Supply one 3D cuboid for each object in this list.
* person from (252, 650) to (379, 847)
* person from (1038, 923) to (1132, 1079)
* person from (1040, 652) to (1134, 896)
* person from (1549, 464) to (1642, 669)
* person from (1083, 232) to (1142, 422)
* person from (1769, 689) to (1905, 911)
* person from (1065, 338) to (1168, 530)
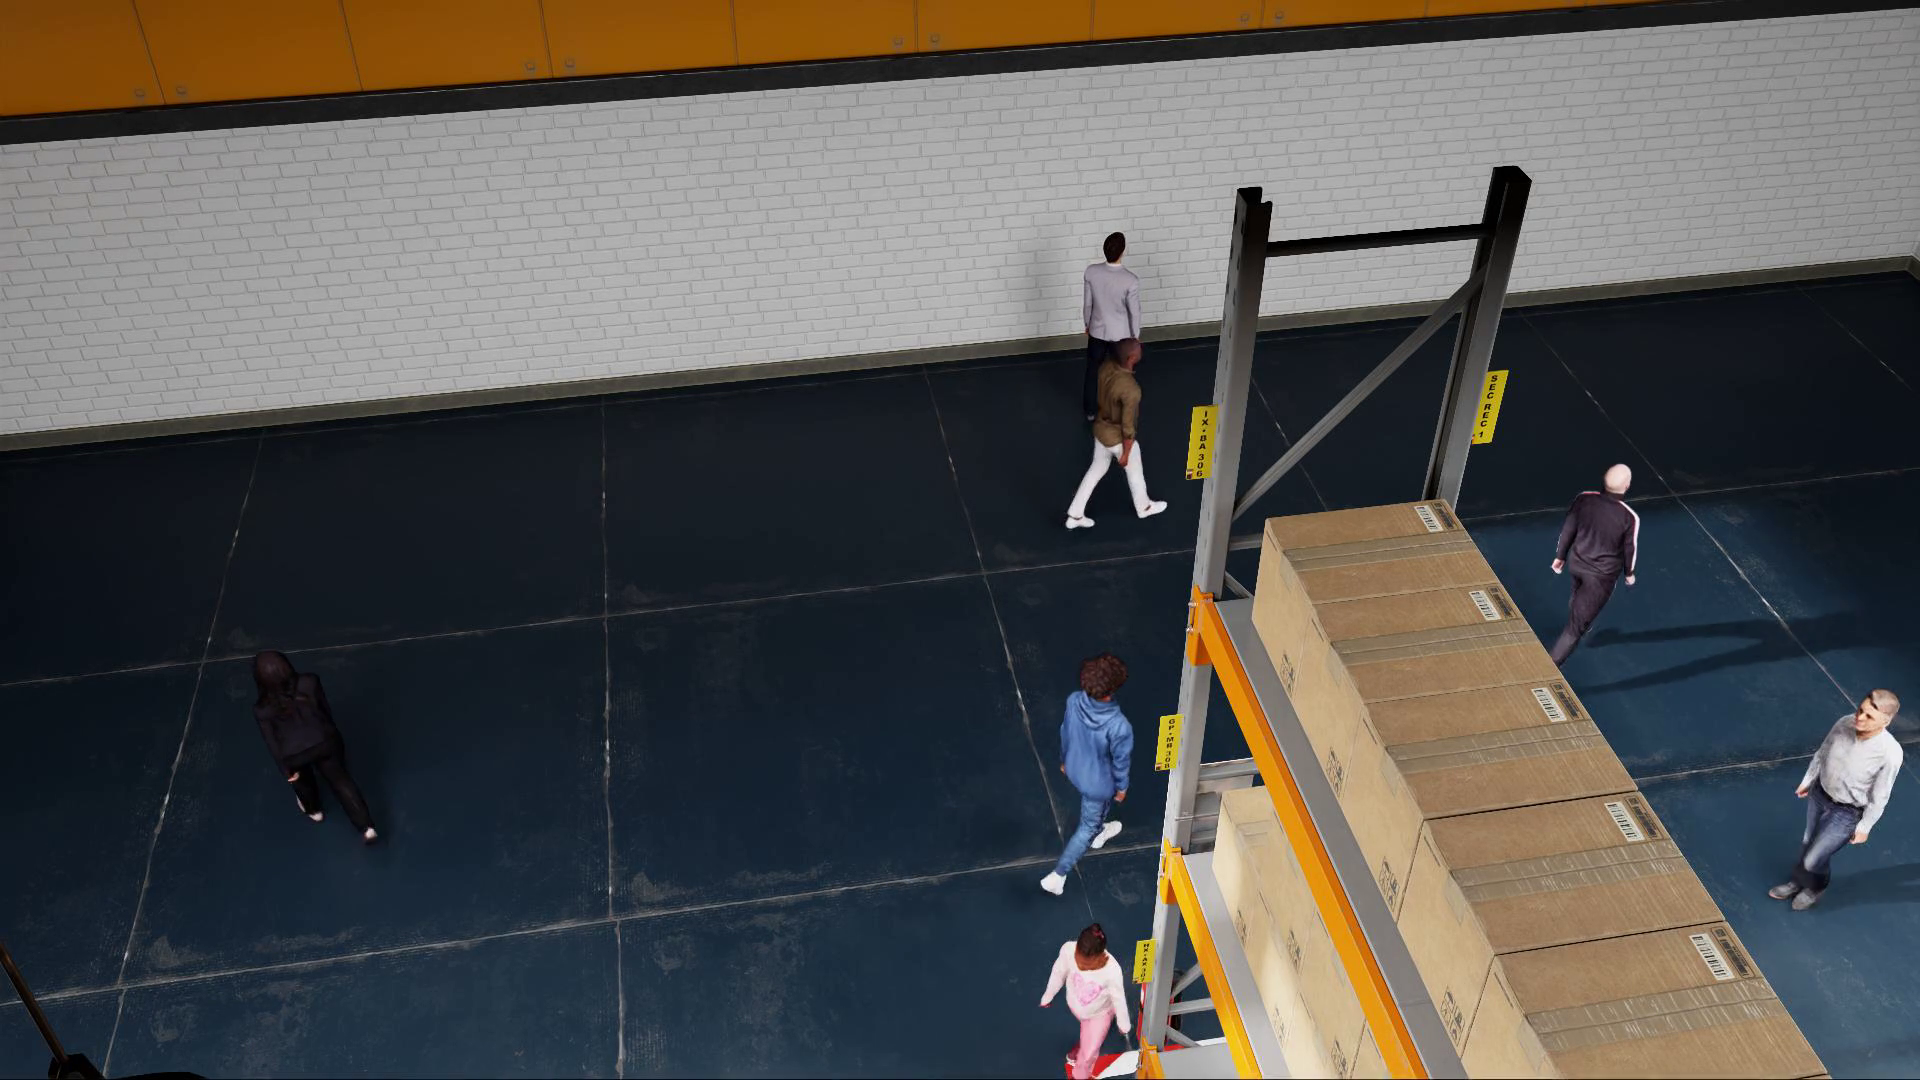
[{"bbox_3d":[-4.151,1.369,10.713,1.013,1.588,1.175,-31,48,-33],"label":"person"},{"bbox_3d":[0.767,2.553,9.360,0.945,1.427,1.003,27,46,30],"label":"person"},{"bbox_3d":[0.782,1.492,10.411,1.113,1.773,1.162,-30,47,-32],"label":"person"},{"bbox_3d":[4.464,0.299,11.892,1.122,1.789,1.272,-26,45,-29],"label":"person"},{"bbox_3d":[1.309,-1.837,14.516,0.768,1.853,0.783,16,41,19],"label":"person"},{"bbox_3d":[5.495,1.593,10.251,0.746,1.815,0.573,-10,40,-13],"label":"person"},{"bbox_3d":[1.172,-0.812,13.283,1.024,1.788,1.182,-18,42,-21],"label":"person"}]
